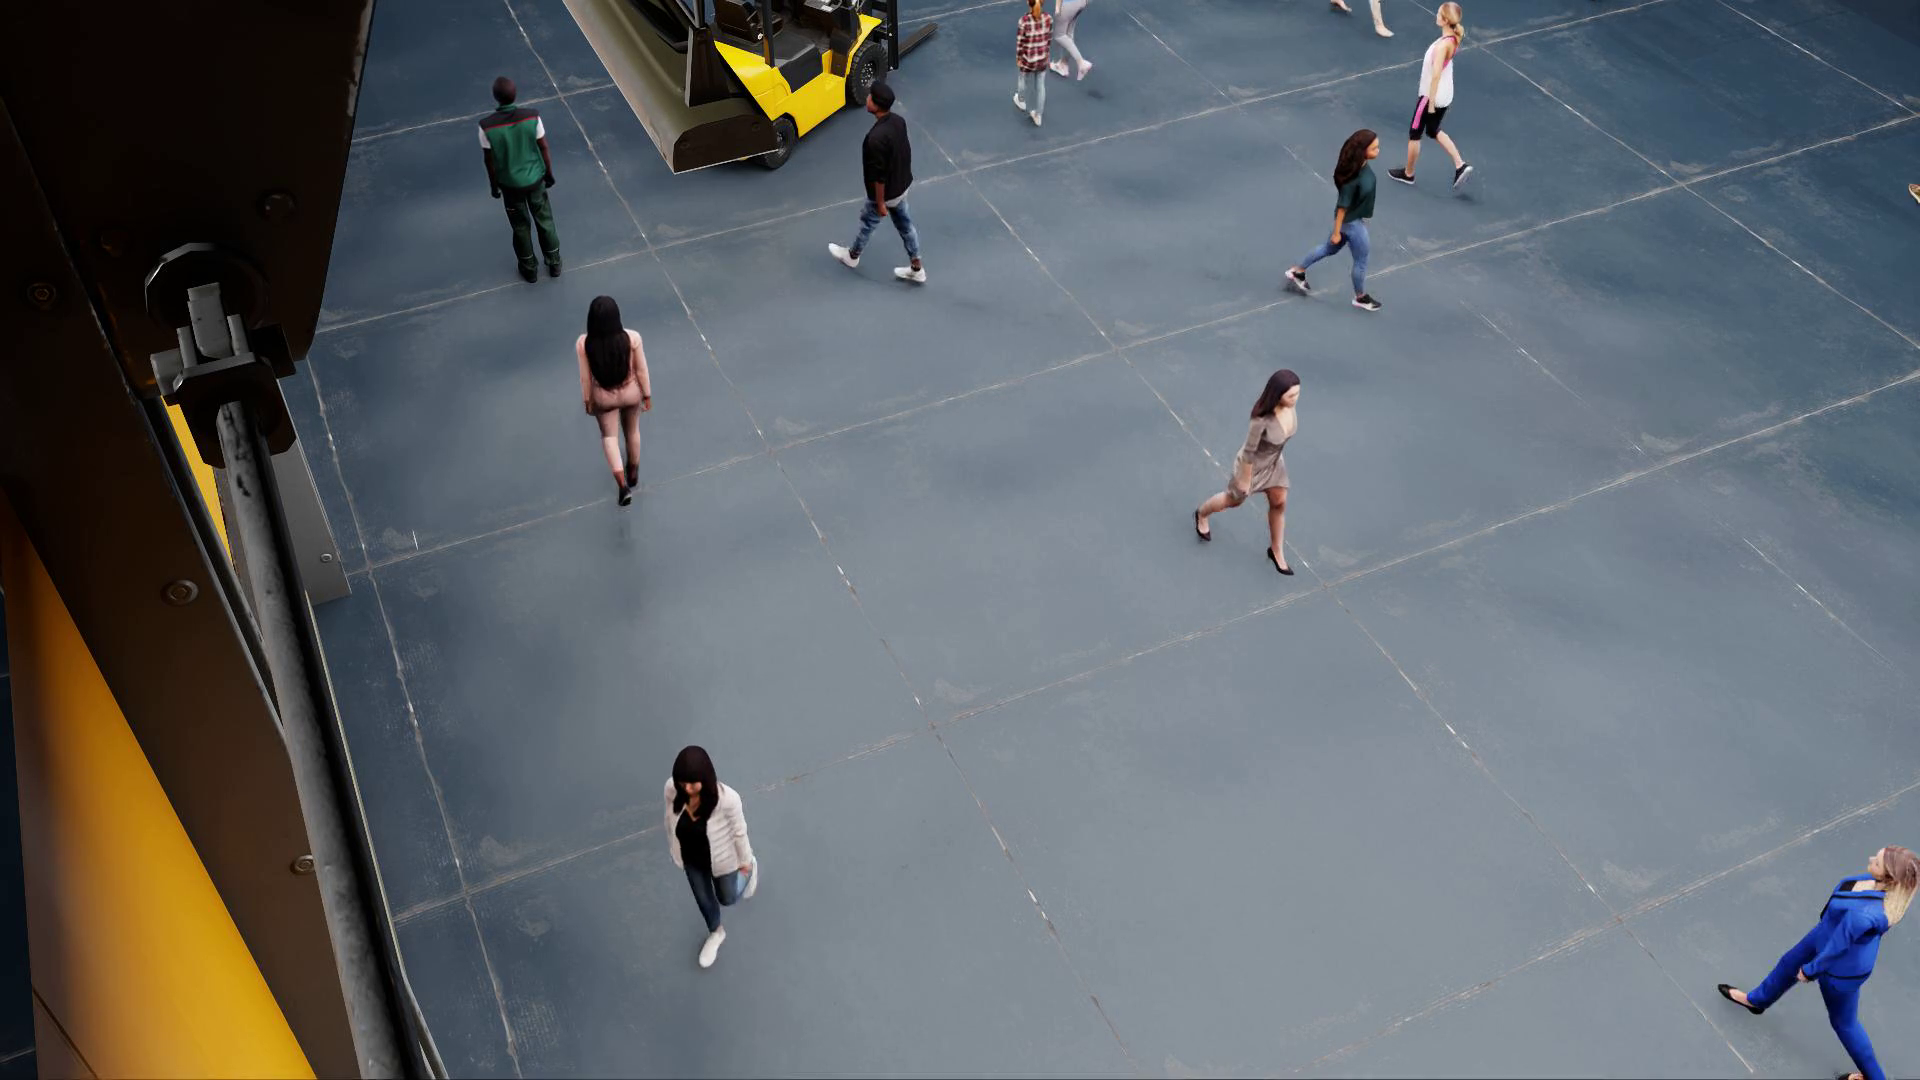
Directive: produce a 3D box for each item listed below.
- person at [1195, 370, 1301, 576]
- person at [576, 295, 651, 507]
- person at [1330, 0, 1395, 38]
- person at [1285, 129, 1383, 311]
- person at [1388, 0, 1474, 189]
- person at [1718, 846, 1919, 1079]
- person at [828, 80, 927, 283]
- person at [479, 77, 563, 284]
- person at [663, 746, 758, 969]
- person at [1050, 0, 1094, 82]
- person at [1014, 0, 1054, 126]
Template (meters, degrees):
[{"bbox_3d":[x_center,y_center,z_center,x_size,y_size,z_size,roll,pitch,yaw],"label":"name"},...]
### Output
[{"bbox_3d":[1.954,-0.520,11.234,0.843,1.699,1.136,-34,53,-30],"label":"person"},{"bbox_3d":[-2.407,-0.937,11.669,0.759,1.704,0.997,-8,44,-9],"label":"person"},{"bbox_3d":[4.185,-6.095,17.119,0.796,1.653,1.223,-27,50,-26],"label":"person"},{"bbox_3d":[3.087,-2.615,13.519,1.119,1.580,1.024,16,46,16],"label":"person"},{"bbox_3d":[4.294,-3.888,14.719,1.075,1.769,0.878,28,50,26],"label":"person"},{"bbox_3d":[4.570,2.180,8.428,1.237,1.660,0.939,30,51,28],"label":"person"},{"bbox_3d":[-0.510,-2.883,13.663,1.234,1.771,1.115,19,47,19],"label":"person"},{"bbox_3d":[-3.609,-2.964,13.698,0.681,1.839,0.582,-16,46,-17],"label":"person"},{"bbox_3d":[-1.336,1.630,9.032,0.907,1.623,0.983,11,45,12],"label":"person"},{"bbox_3d":[1.121,-5.225,16.249,0.724,1.595,0.928,-33,52,-30],"label":"person"},{"bbox_3d":[0.721,-4.555,15.780,0.608,1.271,0.785,-11,45,-12],"label":"person"}]
